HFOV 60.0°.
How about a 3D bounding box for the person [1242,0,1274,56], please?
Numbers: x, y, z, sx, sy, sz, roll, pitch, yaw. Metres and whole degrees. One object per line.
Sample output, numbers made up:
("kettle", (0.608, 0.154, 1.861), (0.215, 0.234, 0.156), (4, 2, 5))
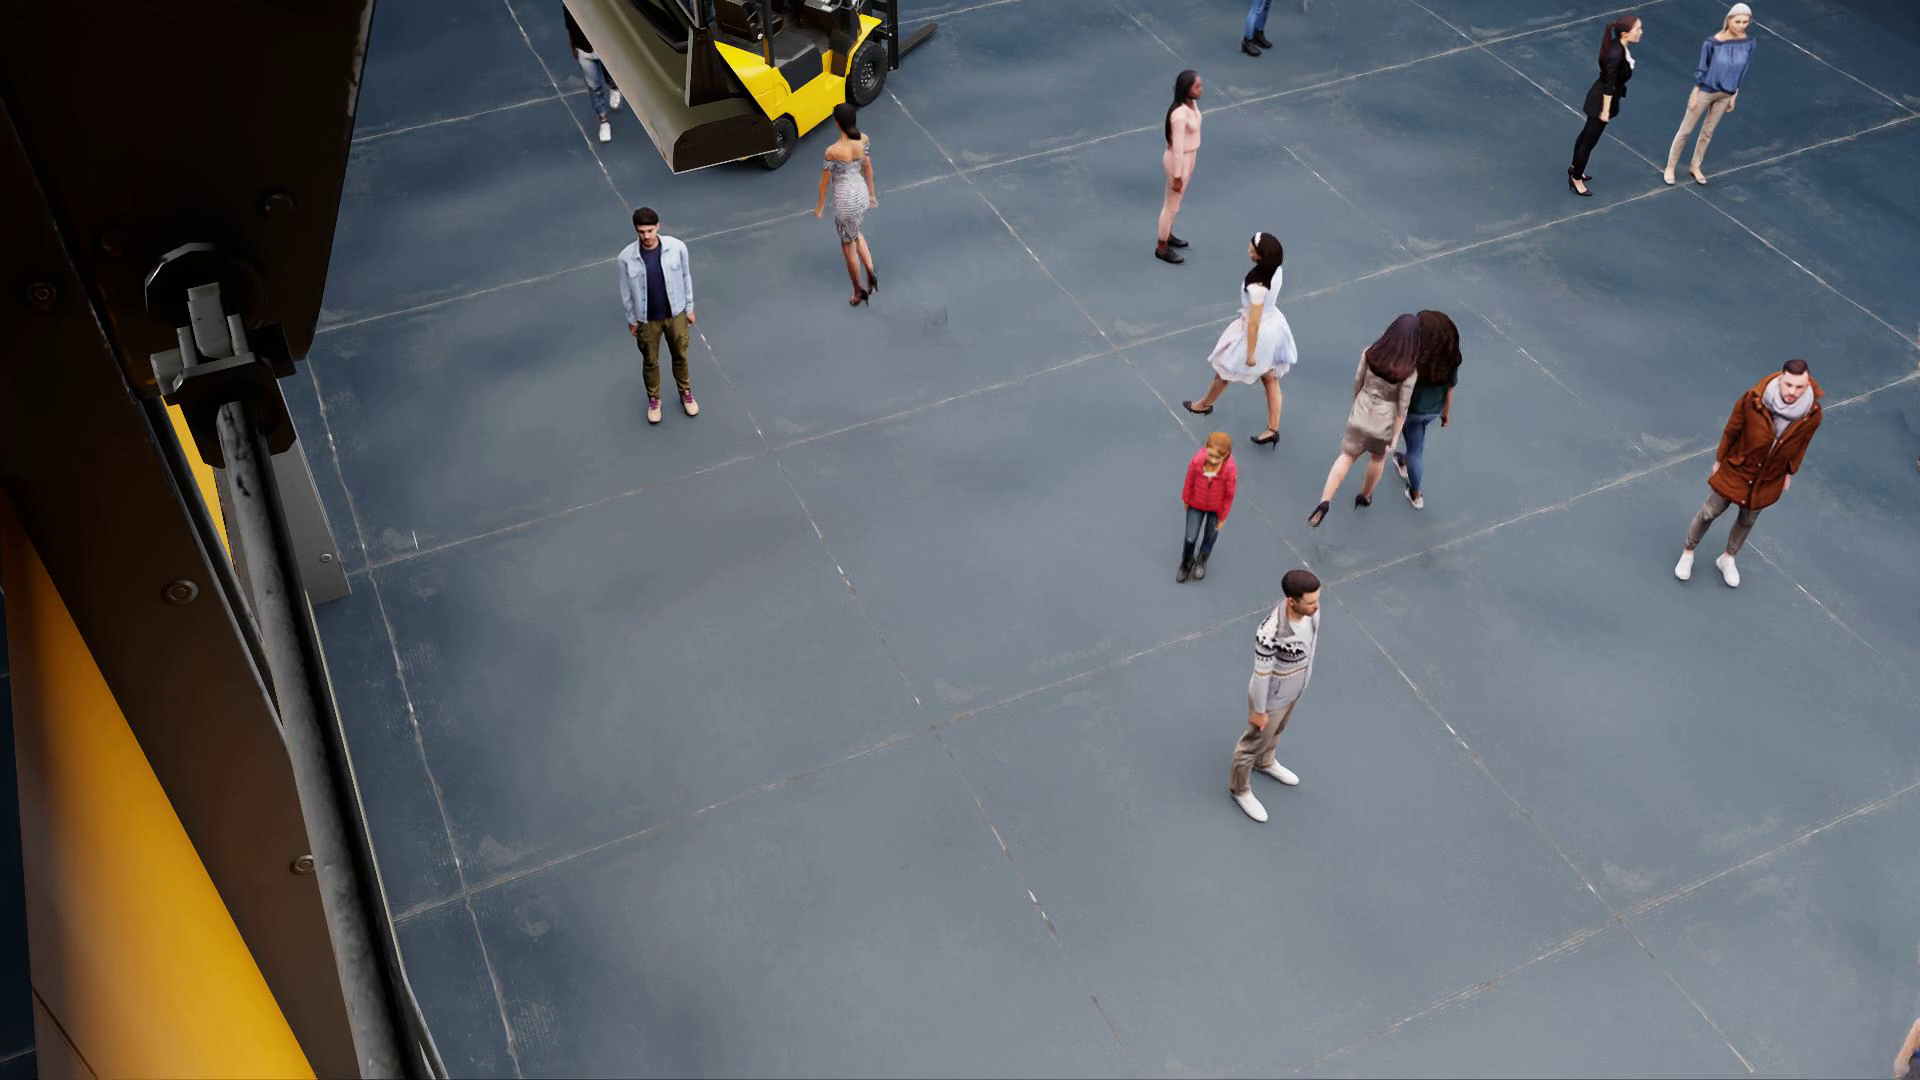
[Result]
("person", (3.081, -5.692, 16.713), (0.686, 1.630, 0.675), (24, 49, 23))

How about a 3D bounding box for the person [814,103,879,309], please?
("person", (-0.798, -2.632, 13.370), (0.800, 1.811, 0.747), (29, 51, 27))

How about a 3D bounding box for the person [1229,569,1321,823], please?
("person", (1.846, 0.843, 9.685), (0.735, 1.862, 0.765), (29, 51, 27))

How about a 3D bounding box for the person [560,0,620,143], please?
("person", (-3.388, -4.697, 15.559), (0.895, 1.782, 1.149), (-4, 44, -4))

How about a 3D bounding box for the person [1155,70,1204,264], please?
("person", (1.843, -3.152, 13.982), (0.745, 1.720, 0.680), (13, 45, 13))

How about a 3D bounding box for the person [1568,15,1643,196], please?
("person", (5.706, -3.890, 14.800), (0.741, 1.661, 0.678), (13, 45, 13))

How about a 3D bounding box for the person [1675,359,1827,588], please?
("person", (5.265, -0.461, 11.071), (0.842, 1.838, 0.886), (9, 44, 9))

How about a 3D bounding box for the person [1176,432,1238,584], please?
("person", (1.697, -0.277, 11.265), (0.604, 1.305, 0.659), (12, 45, 12))

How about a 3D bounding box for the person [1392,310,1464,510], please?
("person", (3.260, -0.864, 11.671), (0.709, 1.595, 0.866), (-6, 44, -6))

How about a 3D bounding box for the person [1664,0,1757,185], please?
("person", (6.725, -3.989, 14.877), (0.691, 1.697, 0.690), (-1, 44, -1))

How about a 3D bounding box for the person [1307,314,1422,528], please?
("person", (2.805, -0.758, 11.472), (1.032, 1.715, 0.941), (26, 49, 25))

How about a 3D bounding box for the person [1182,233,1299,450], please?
("person", (2.253, -1.389, 12.091), (1.164, 1.775, 0.970), (26, 49, 25))

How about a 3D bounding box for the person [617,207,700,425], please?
("person", (-2.231, -1.683, 12.375), (0.710, 1.810, 0.611), (-11, 45, -12))
